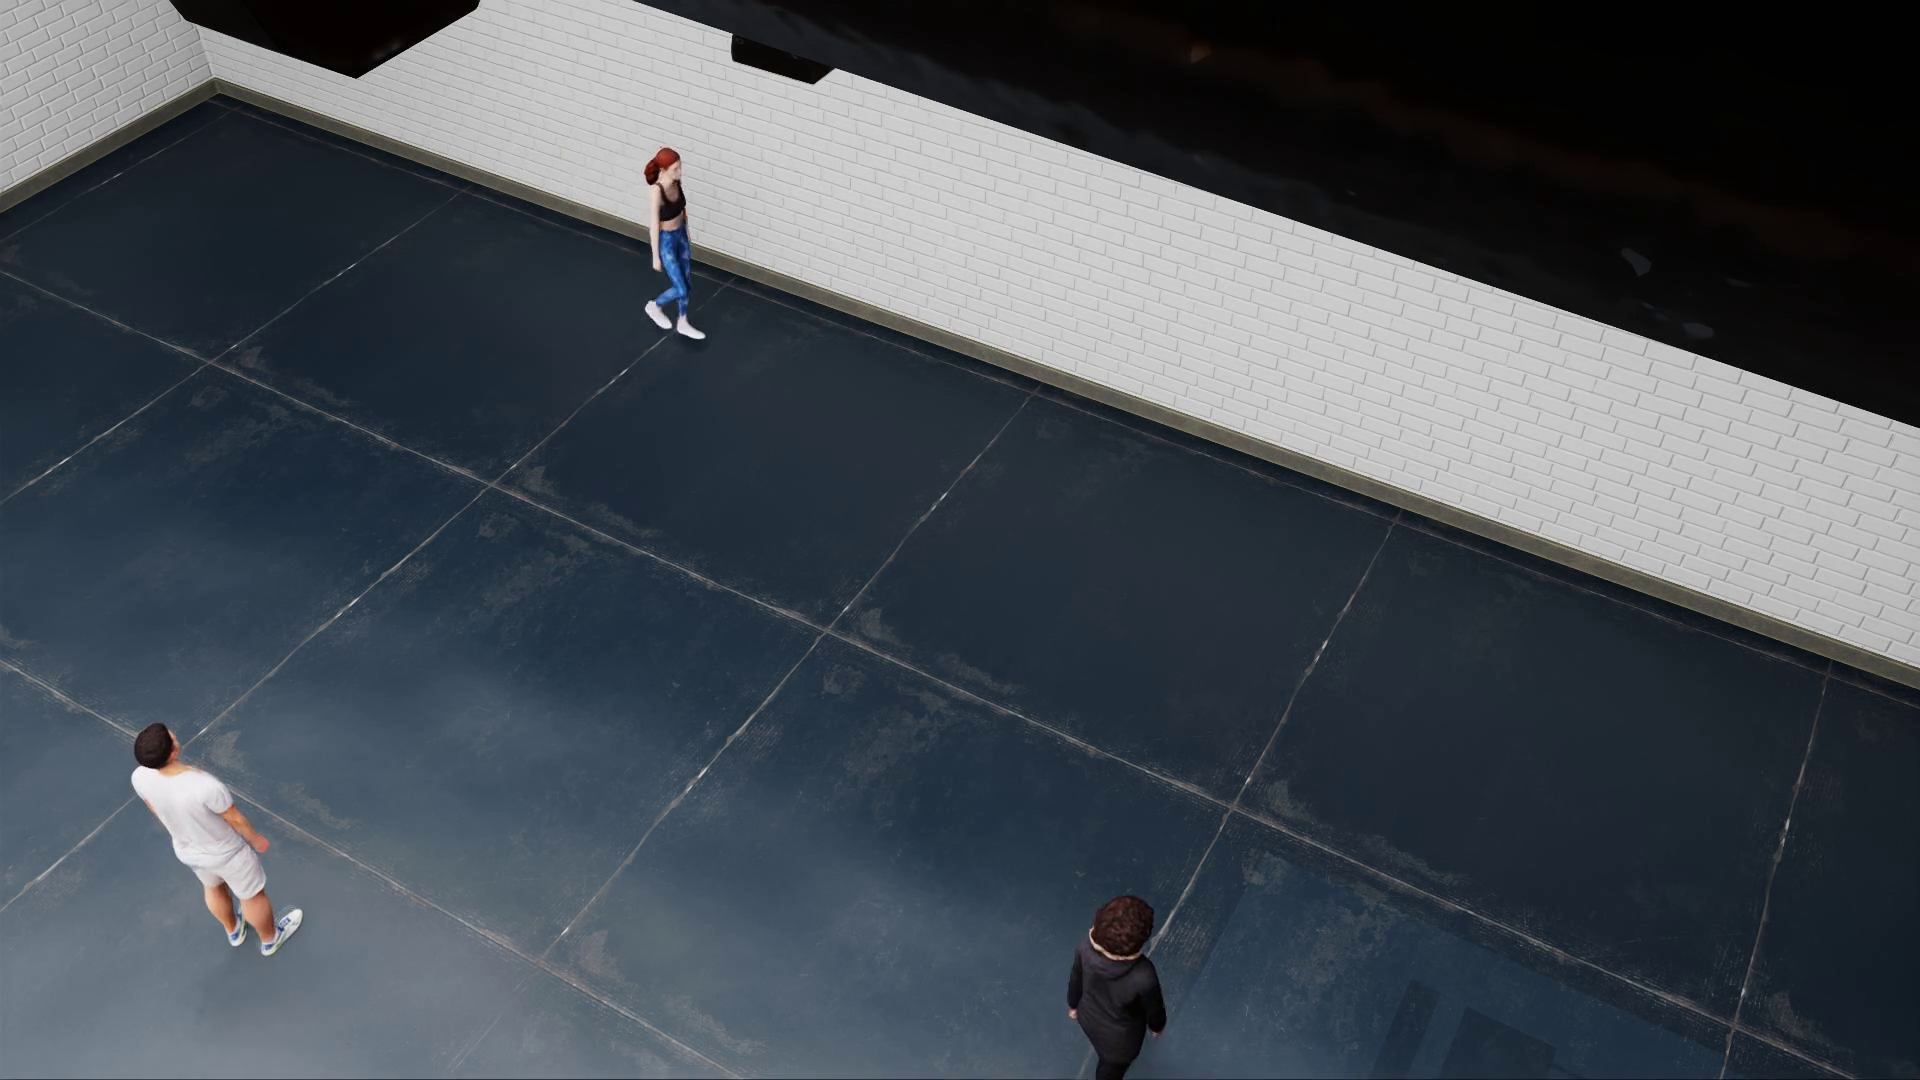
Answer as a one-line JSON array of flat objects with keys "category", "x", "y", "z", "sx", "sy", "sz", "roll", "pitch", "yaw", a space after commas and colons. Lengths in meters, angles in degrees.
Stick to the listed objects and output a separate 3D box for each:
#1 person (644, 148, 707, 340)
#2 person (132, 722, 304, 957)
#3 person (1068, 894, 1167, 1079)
[{"category": "person", "x": -2.355, "y": -2.331, "z": 13.194, "sx": 0.675, "sy": 1.768, "sz": 0.680, "roll": 16, "pitch": 46, "yaw": 16}, {"category": "person", "x": -4.041, "y": 1.638, "z": 8.956, "sx": 0.746, "sy": 1.857, "sz": 0.696, "roll": 10, "pitch": 45, "yaw": 10}, {"category": "person", "x": 0.715, "y": 2.424, "z": 8.212, "sx": 0.696, "sy": 1.745, "sz": 1.125, "roll": 26, "pitch": 50, "yaw": 25}]
